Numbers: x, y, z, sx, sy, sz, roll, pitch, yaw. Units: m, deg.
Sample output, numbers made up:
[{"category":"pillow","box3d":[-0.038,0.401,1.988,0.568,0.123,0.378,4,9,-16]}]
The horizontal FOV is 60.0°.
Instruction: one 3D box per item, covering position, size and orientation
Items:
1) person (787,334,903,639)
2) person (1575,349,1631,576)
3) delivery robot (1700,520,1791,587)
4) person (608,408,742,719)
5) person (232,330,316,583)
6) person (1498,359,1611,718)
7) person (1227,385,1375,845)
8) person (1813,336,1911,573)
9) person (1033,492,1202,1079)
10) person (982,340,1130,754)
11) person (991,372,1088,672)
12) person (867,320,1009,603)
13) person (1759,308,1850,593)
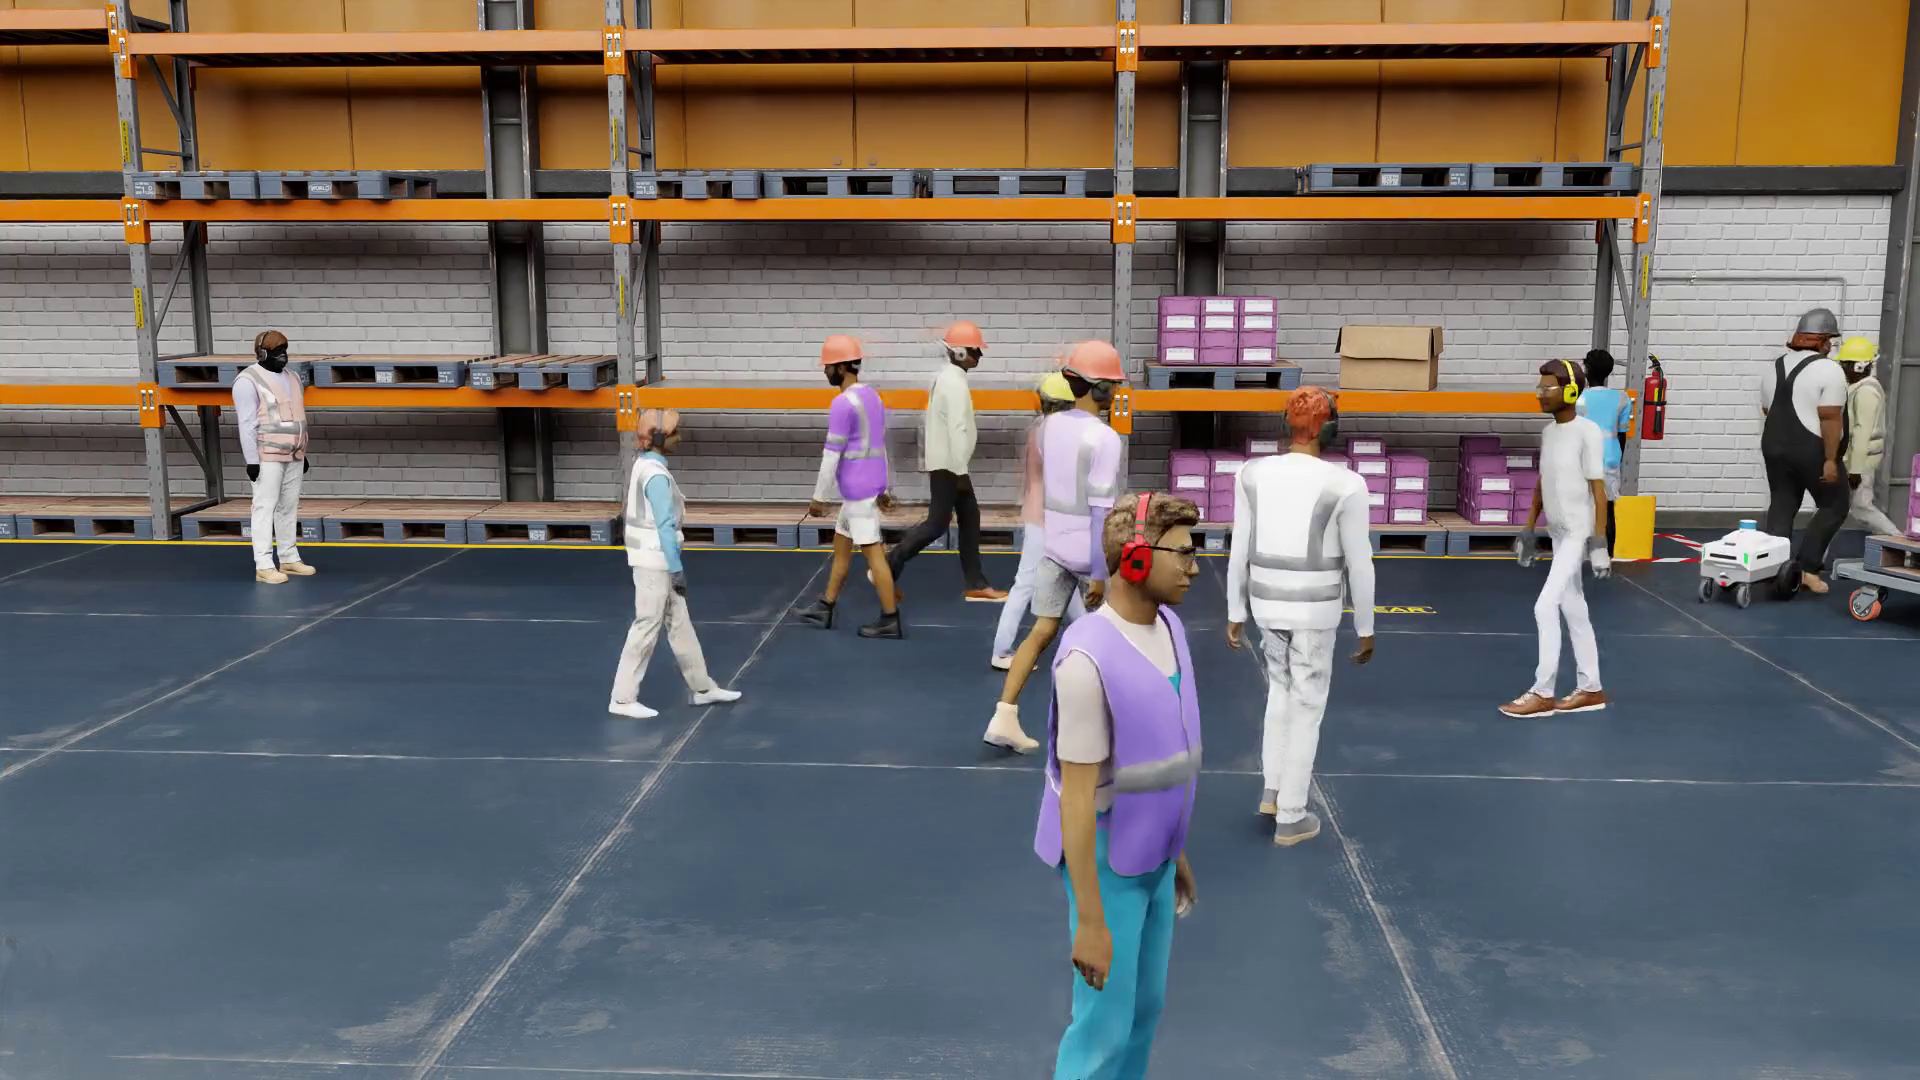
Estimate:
[{"category":"person","box3d":[-0.759,-0.321,10.339,0.908,1.894,0.542,2,10,14]},{"category":"person","box3d":[4.694,-0.564,12.348,0.533,1.697,0.318,-1,10,-8]},{"category":"delivery robot","box3d":[5.437,0.103,11.505,0.707,0.478,0.477,-8,13,-40]},{"category":"person","box3d":[-1.504,0.123,8.566,0.709,1.603,0.540,-2,10,-14]},{"category":"person","box3d":[-5.012,-0.615,12.224,0.429,1.841,0.634,3,10,16]},{"category":"person","box3d":[3.064,0.002,8.566,0.760,1.848,0.579,-1,10,-7]},{"category":"person","box3d":[1.411,0.301,6.780,0.600,1.863,0.507,8,12,38]},{"category":"person","box3d":[6.663,-0.598,12.262,0.850,1.803,0.605,3,10,19]},{"category":"person","box3d":[0.371,0.802,4.020,0.380,1.828,0.637,5,11,28]},{"category":"person","box3d":[0.539,0.043,7.963,1.046,1.999,0.610,-7,12,-35]},{"category":"person","box3d":[0.591,-0.092,9.481,0.898,1.714,0.555,-1,10,-8]},{"category":"person","box3d":[-0.157,-0.515,11.318,0.935,1.960,0.630,0,10,-3]},{"category":"person","box3d":[5.953,-0.625,11.698,0.535,2.000,0.706,-3,10,-17]}]
